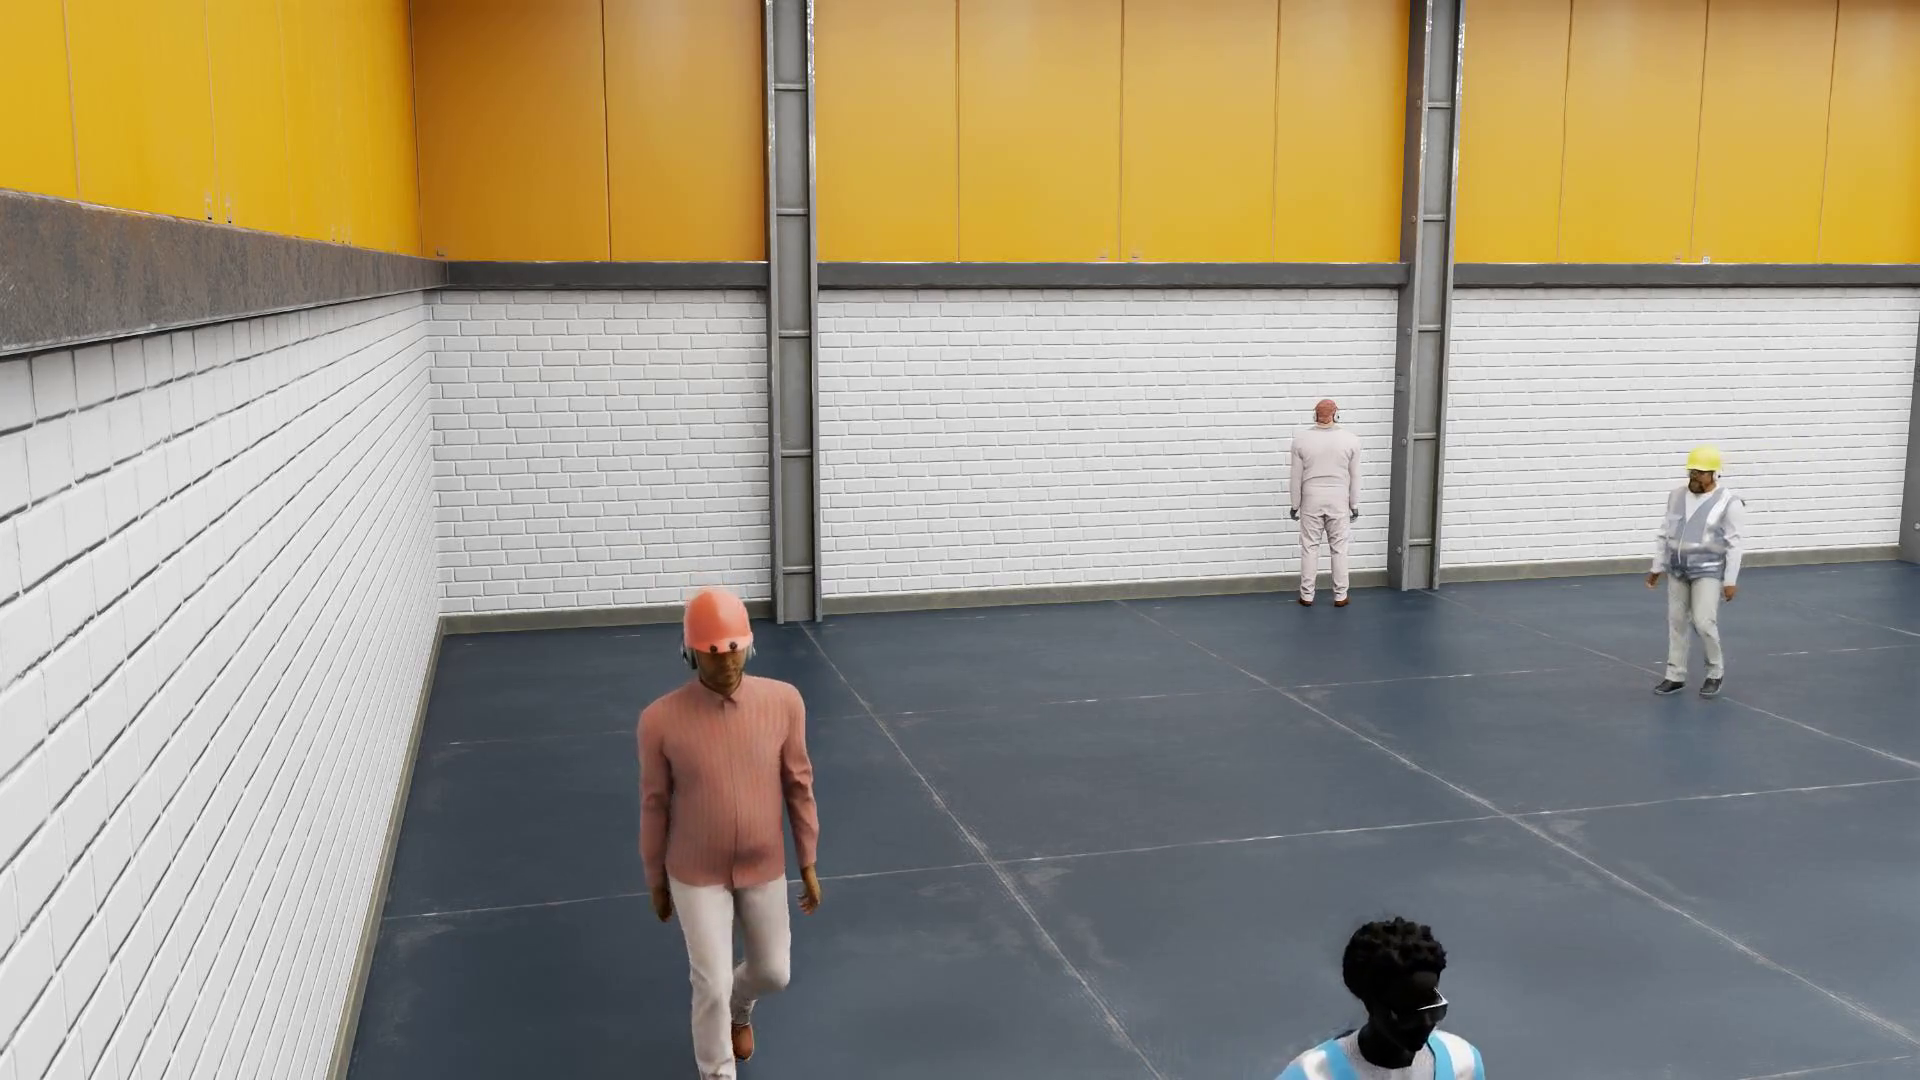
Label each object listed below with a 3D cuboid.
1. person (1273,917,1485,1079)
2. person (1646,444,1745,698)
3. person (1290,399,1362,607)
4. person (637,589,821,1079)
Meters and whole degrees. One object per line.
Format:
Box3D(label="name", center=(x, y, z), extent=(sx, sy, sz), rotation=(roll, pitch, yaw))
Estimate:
Box3D(label="person", center=(0.959, 1.635, 3.551), extent=(0.558, 1.660, 0.794), rotation=(-4, 10, -24))
Box3D(label="person", center=(5.252, 0.221, 11.910), extent=(0.449, 1.826, 0.618), rotation=(-5, 10, -29))
Box3D(label="person", center=(3.320, -0.333, 15.138), extent=(0.638, 1.903, 0.406), rotation=(2, 9, 12))
Box3D(label="person", center=(-0.835, 1.116, 5.865), extent=(0.611, 1.973, 0.724), rotation=(-4, 10, -24))
